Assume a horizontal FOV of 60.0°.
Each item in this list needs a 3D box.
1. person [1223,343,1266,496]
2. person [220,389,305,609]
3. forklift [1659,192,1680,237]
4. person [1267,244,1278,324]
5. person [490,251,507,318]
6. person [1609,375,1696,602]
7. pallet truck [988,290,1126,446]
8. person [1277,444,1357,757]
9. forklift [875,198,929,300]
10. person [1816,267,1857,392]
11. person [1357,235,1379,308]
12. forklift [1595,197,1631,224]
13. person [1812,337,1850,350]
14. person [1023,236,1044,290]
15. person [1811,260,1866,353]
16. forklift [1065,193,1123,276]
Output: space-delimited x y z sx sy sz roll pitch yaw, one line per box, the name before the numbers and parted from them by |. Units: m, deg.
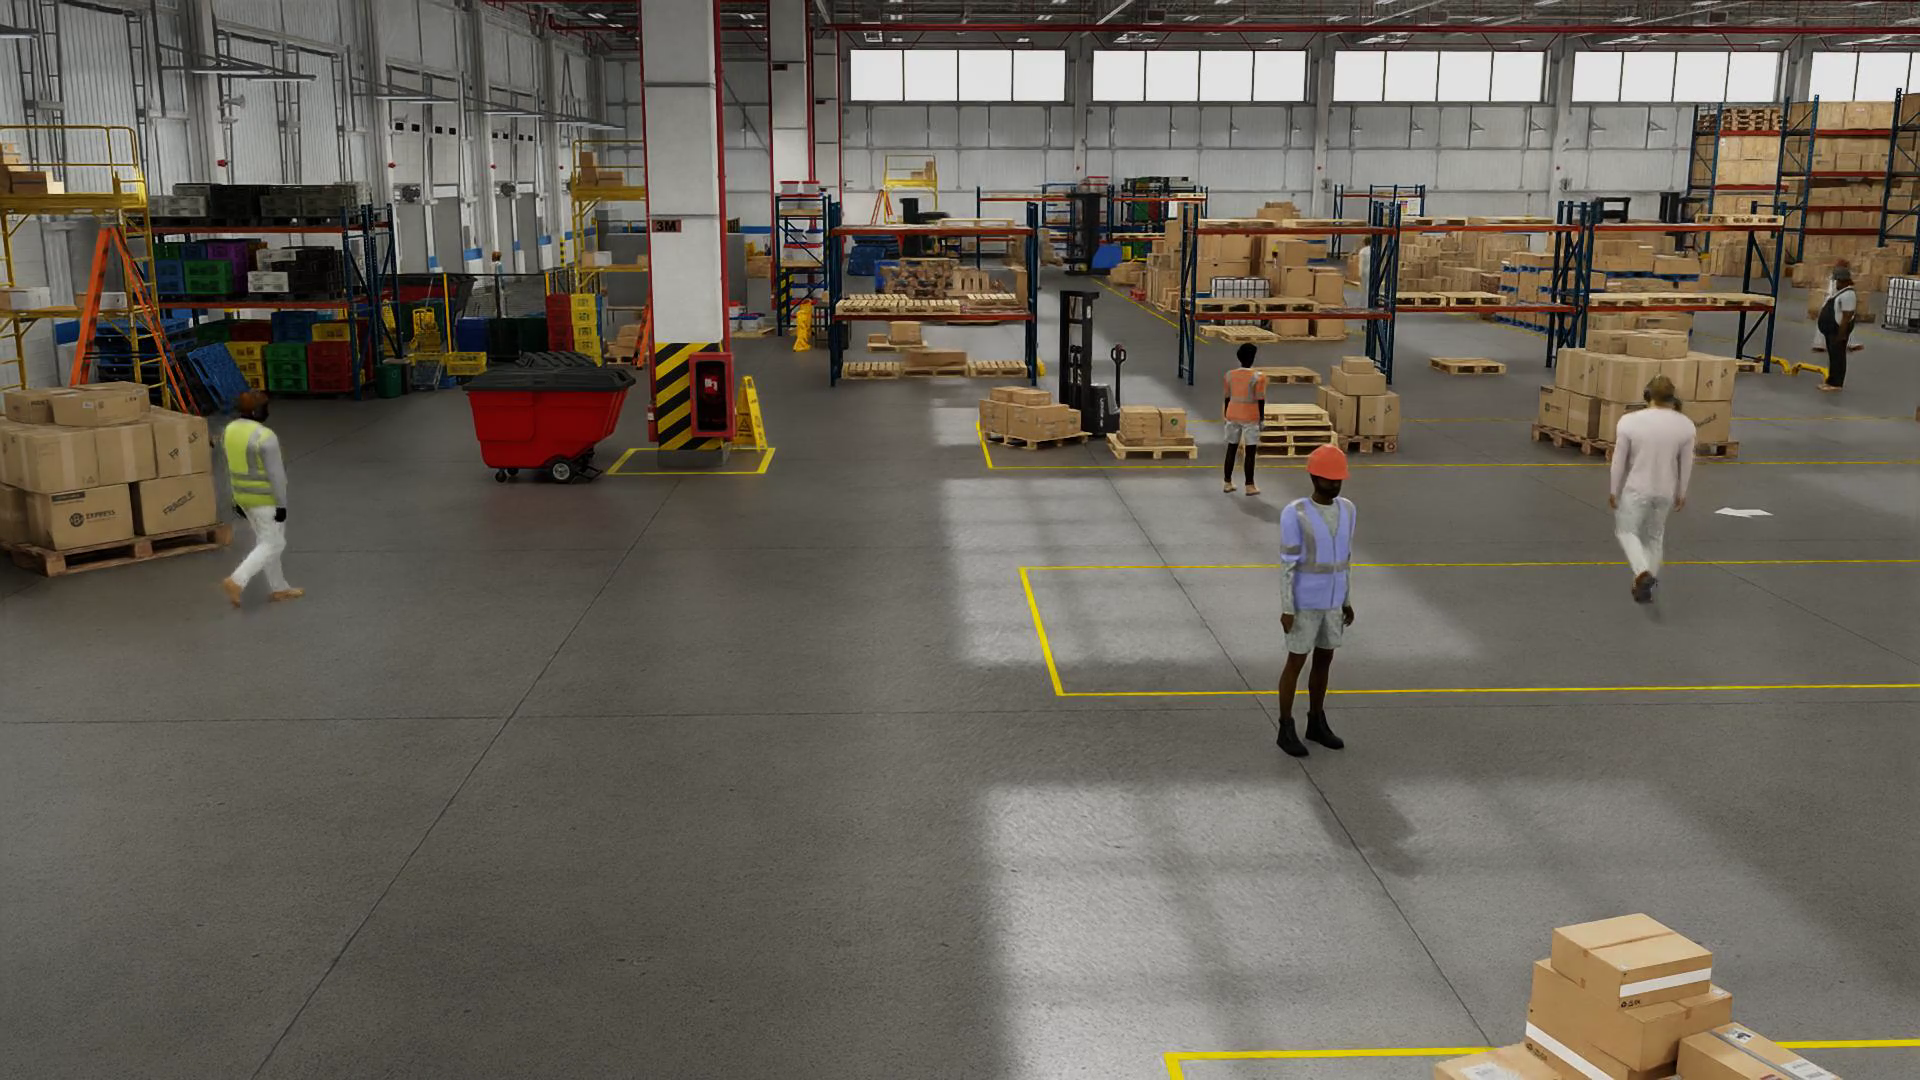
person | 3.155 -1.343 18.501 0.535 1.693 0.321 10 16 39
person | -5.777 -0.330 13.624 0.637 1.820 0.749 8 15 33
forklift | 25.612 -11.207 60.320 1.873 2.768 1.129 0 12 -2
person | 7.538 -5.988 38.972 0.735 1.906 0.593 0 12 0
person | -11.361 -6.265 40.855 0.323 1.631 0.523 -11 17 -42
person | 5.690 -0.392 13.676 0.636 1.926 0.613 1 13 3
pallet truck | 1.257 -2.299 22.111 1.885 1.965 0.823 -9 15 -35
person | 2.212 0.366 10.213 0.549 1.936 0.377 -6 14 -27
forklift | -1.404 -8.175 46.632 1.873 2.768 1.129 2 13 7
person | 14.296 -3.441 27.168 0.536 2.000 0.688 4 13 16
person | 10.552 -6.883 42.944 0.635 1.937 0.352 -5 13 -20
forklift | 19.082 -8.666 48.847 1.129 2.768 1.873 0 12 -2
person | 17.745 -4.645 33.616 0.853 1.588 0.533 2 13 9
person | 2.230 -8.550 50.473 0.630 1.938 0.373 3 13 13
person | 17.385 -4.591 32.810 0.983 1.832 0.594 2 13 8
forklift | 4.601 -10.447 56.888 1.873 2.768 1.129 0 12 -2
